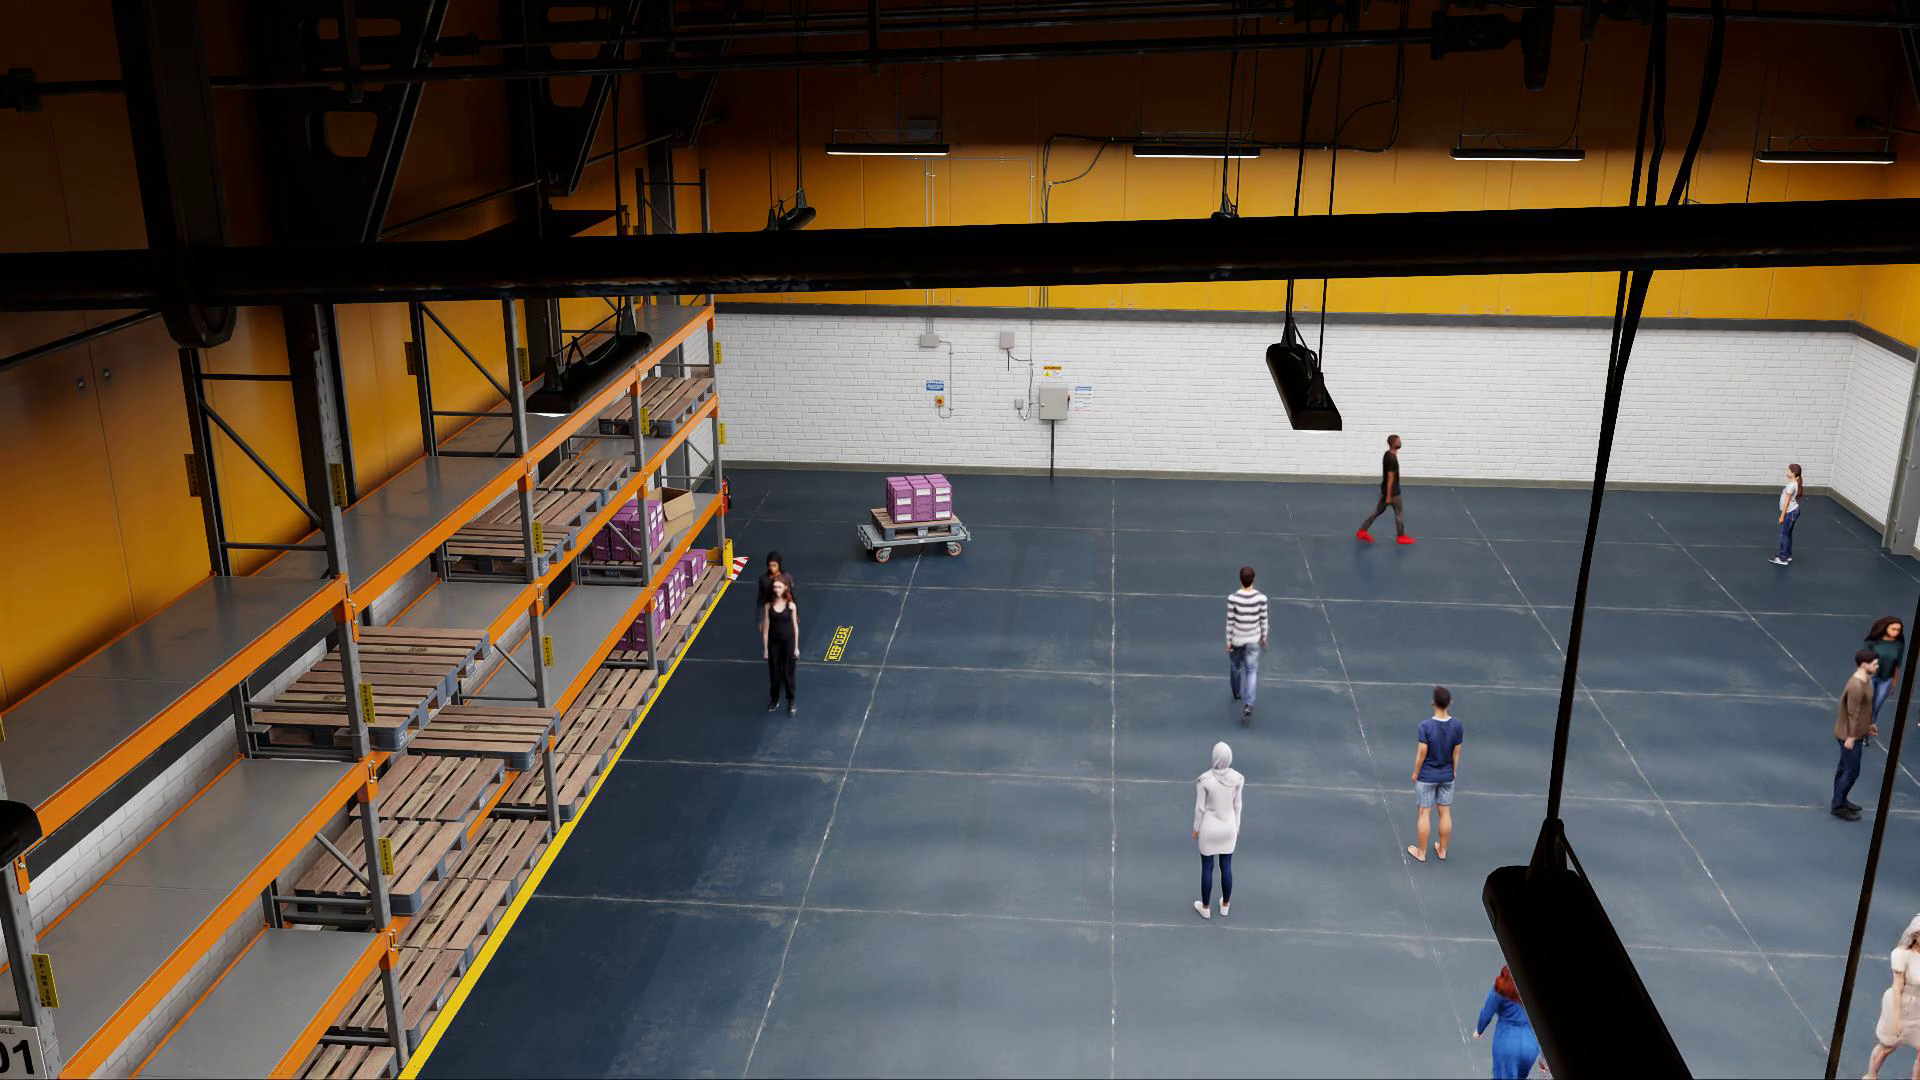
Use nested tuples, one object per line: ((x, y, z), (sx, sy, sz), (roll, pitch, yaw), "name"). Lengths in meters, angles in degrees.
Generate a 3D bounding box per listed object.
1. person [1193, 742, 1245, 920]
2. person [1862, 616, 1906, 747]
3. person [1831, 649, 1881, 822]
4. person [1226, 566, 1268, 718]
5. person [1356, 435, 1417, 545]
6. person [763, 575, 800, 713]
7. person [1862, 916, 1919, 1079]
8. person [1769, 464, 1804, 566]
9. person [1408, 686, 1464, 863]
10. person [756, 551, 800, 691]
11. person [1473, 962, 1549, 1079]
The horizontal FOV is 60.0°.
((2.434, 2.735, 15.698), (0.653, 1.776, 0.596), (-2, 19, -7), "person")
((10.638, 1.607, 19.316), (0.645, 1.604, 0.663), (5, 19, 15), "person")
((9.425, 2.017, 17.664), (0.836, 1.882, 0.728), (11, 21, 29), "person")
((3.456, 1.249, 20.048), (0.677, 1.815, 1.172), (2, 19, 7), "person")
((6.652, -0.771, 26.114), (0.766, 1.772, 1.097), (1, 19, 2), "person")
((-2.157, 1.246, 20.166), (0.598, 1.746, 0.514), (0, 19, 1), "person")
((7.318, 3.668, 13.019), (0.801, 1.717, 0.934), (-7, 20, -20), "person")
((12.669, -0.417, 25.391), (0.675, 1.562, 0.595), (14, 23, 36), "person")
((4.791, 2.356, 16.717), (0.662, 1.843, 0.618), (-2, 19, -6), "person")
((-2.279, 0.960, 21.050), (0.656, 1.724, 0.943), (2, 19, 6), "person")
((4.103, 3.895, 12.256), (0.754, 1.774, 1.175), (-2, 19, -5), "person")
